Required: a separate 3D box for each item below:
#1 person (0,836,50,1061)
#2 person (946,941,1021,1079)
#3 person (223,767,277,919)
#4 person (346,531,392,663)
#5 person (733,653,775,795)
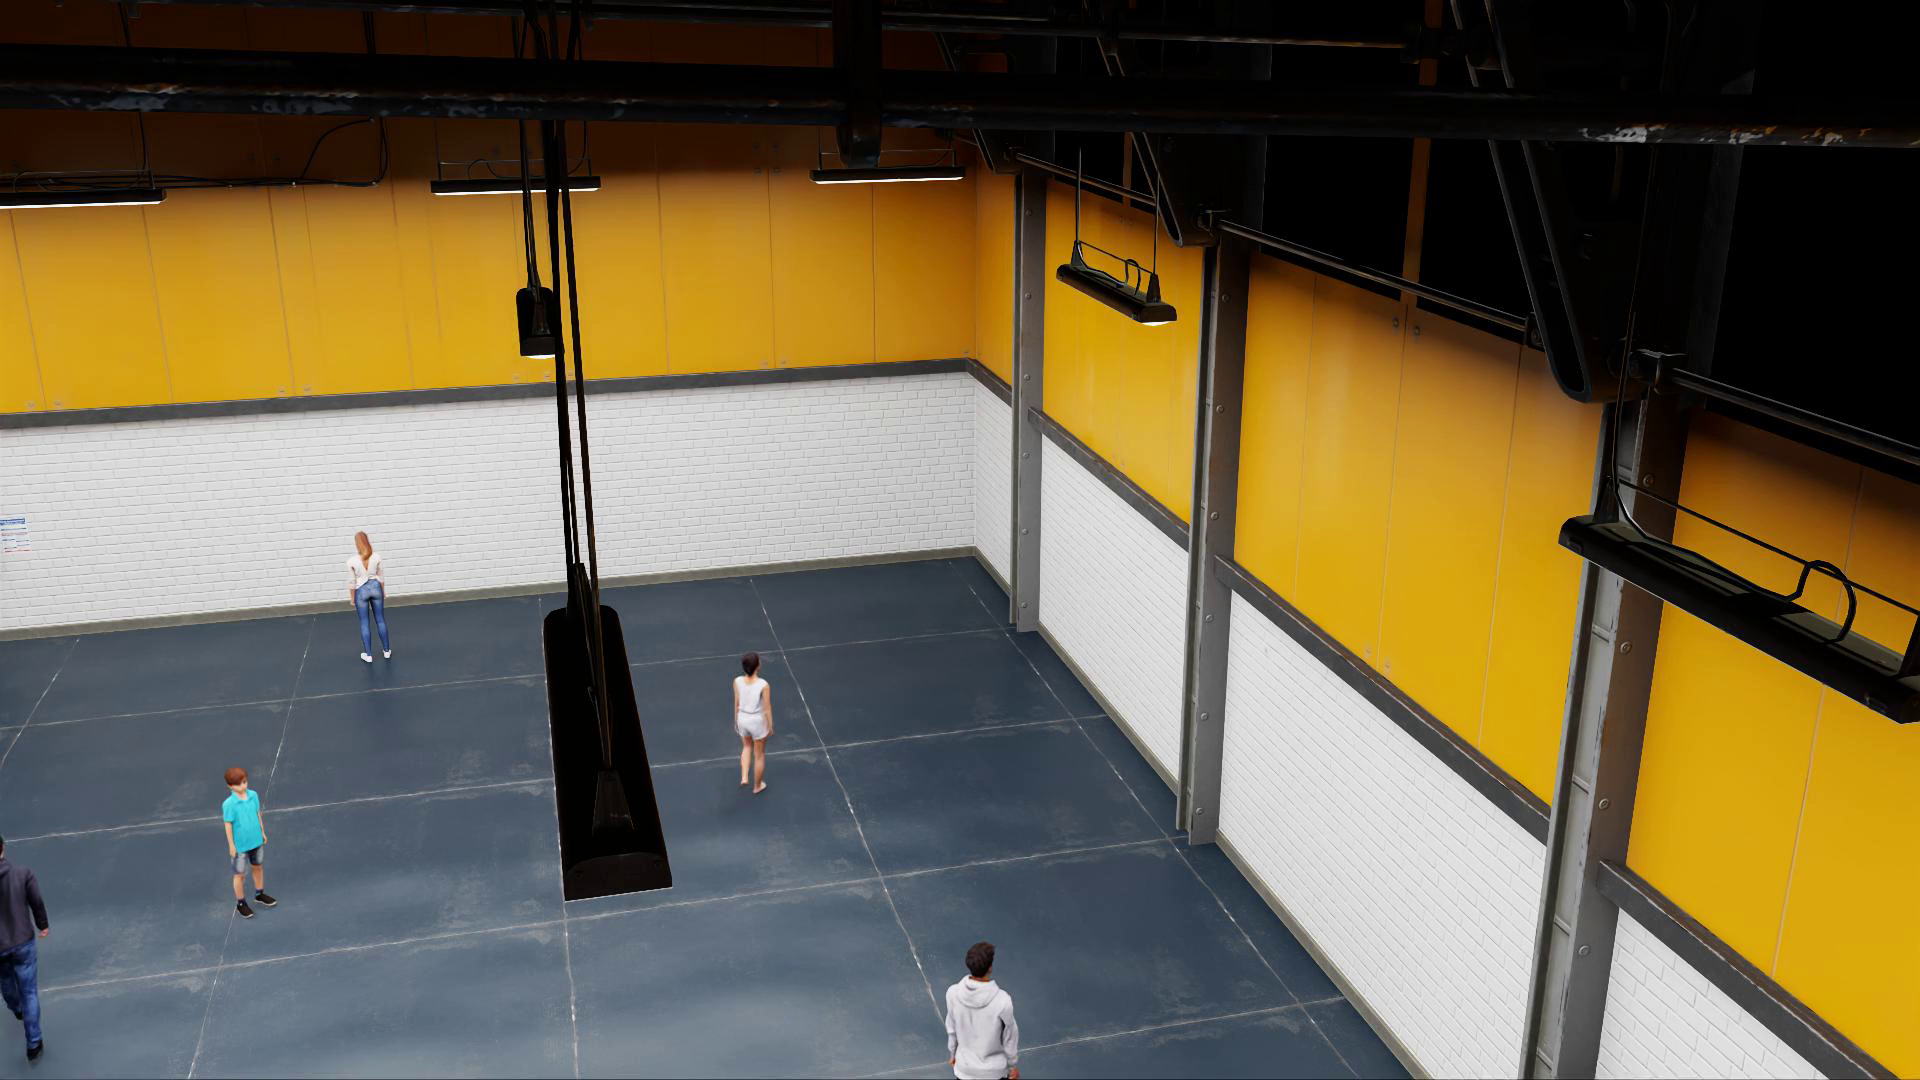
[{"bbox_3d":[-7.605,3.288,13.327,0.877,1.833,1.277,-9,21,-26],"label":"person"},{"bbox_3d":[0.151,3.735,11.848,0.778,1.930,0.791,6,19,17],"label":"person"},{"bbox_3d":[-6.647,2.772,15.462,0.647,1.448,0.595,12,22,31],"label":"person"},{"bbox_3d":[-7.527,0.701,21.173,0.670,1.728,0.635,-12,22,-31],"label":"person"},{"bbox_3d":[-2.230,1.970,17.607,0.686,1.598,0.729,6,20,18],"label":"person"}]
